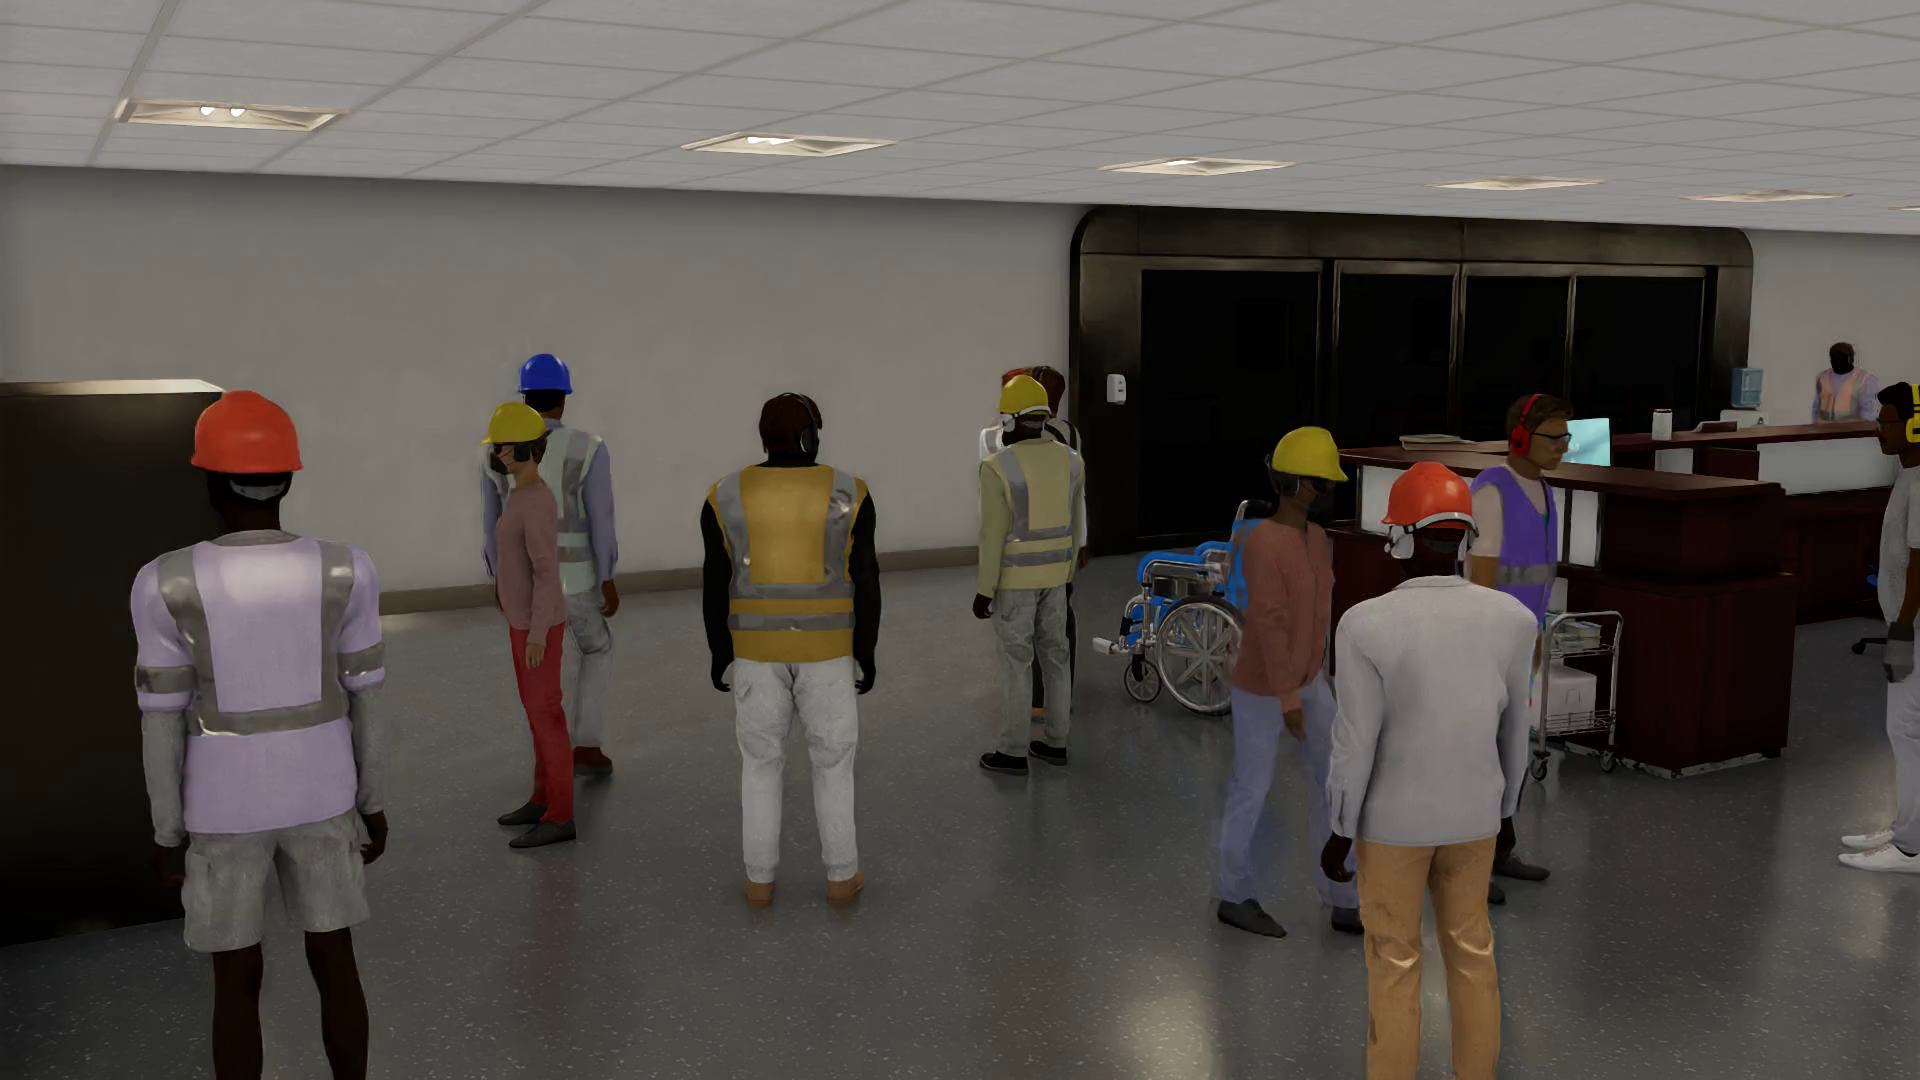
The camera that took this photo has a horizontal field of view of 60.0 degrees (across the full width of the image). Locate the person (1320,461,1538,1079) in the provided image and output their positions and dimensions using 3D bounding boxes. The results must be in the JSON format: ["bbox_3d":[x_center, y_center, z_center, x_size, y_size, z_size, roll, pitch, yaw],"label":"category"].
[{"bbox_3d":[1.166,0.675,4.222,0.573,1.749,0.343,-3,8,-18],"label":"person"}]

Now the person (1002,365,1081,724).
[{"bbox_3d":[0.430,0.023,8.604,0.345,1.846,0.508,4,9,28],"label":"person"}]

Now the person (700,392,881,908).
[{"bbox_3d":[-0.595,0.396,5.945,0.626,1.839,0.430,0,8,-1],"label":"person"}]

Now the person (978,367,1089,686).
[{"bbox_3d":[0.374,-0.021,8.990,0.584,1.831,0.936,4,9,29],"label":"person"}]

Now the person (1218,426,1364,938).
[{"bbox_3d":[1.172,0.504,5.512,0.735,1.741,0.537,7,11,42],"label":"person"}]

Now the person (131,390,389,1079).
[{"bbox_3d":[-1.654,0.616,3.986,0.550,1.937,0.366,-4,9,-29],"label":"person"}]

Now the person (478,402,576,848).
[{"bbox_3d":[-1.731,0.335,6.640,0.318,1.767,0.534,-3,8,-21],"label":"person"}]

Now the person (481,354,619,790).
[{"bbox_3d":[-1.800,0.143,7.401,0.644,1.933,0.524,1,8,9],"label":"person"}]

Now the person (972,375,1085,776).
[{"bbox_3d":[0.298,0.162,7.648,0.587,1.835,0.404,-6,10,-37],"label":"person"}]

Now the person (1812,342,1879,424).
[{"bbox_3d":[8.549,-1.008,16.200,0.744,1.813,0.657,-6,10,-37],"label":"person"}]

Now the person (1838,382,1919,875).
[{"bbox_3d":[3.590,0.334,6.318,0.326,1.862,0.508,4,9,29],"label":"person"}]

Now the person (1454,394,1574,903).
[{"bbox_3d":[1.968,0.383,6.067,0.410,1.833,0.654,7,11,42],"label":"person"}]
